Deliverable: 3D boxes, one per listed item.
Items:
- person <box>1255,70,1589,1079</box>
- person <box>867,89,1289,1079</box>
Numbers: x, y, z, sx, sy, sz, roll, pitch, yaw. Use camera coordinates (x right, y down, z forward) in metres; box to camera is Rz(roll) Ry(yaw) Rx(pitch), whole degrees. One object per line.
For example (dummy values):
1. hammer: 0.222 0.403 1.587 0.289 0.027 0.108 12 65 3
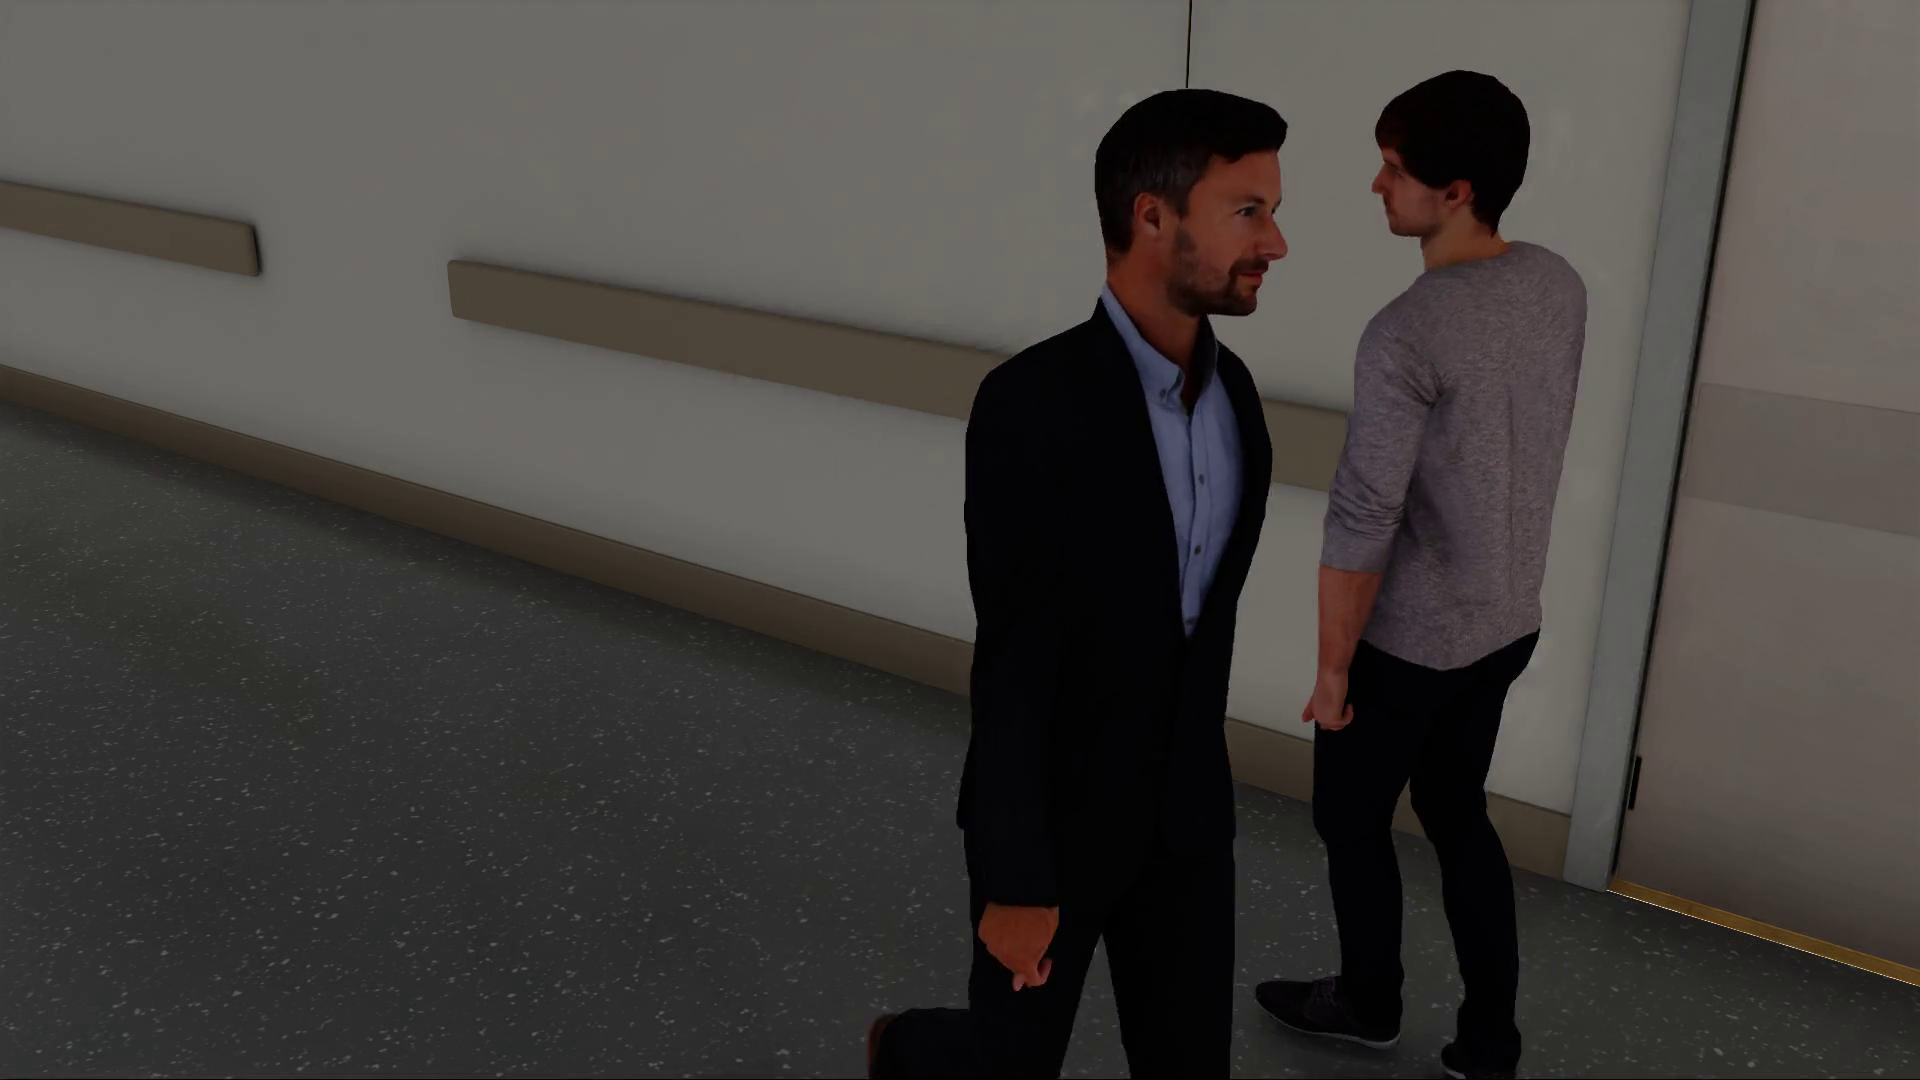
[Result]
1. person: 0.830 0.163 2.780 0.873 1.818 0.972 -10 23 -24
2. person: 0.129 0.353 2.259 1.099 1.832 0.928 -15 25 -34
